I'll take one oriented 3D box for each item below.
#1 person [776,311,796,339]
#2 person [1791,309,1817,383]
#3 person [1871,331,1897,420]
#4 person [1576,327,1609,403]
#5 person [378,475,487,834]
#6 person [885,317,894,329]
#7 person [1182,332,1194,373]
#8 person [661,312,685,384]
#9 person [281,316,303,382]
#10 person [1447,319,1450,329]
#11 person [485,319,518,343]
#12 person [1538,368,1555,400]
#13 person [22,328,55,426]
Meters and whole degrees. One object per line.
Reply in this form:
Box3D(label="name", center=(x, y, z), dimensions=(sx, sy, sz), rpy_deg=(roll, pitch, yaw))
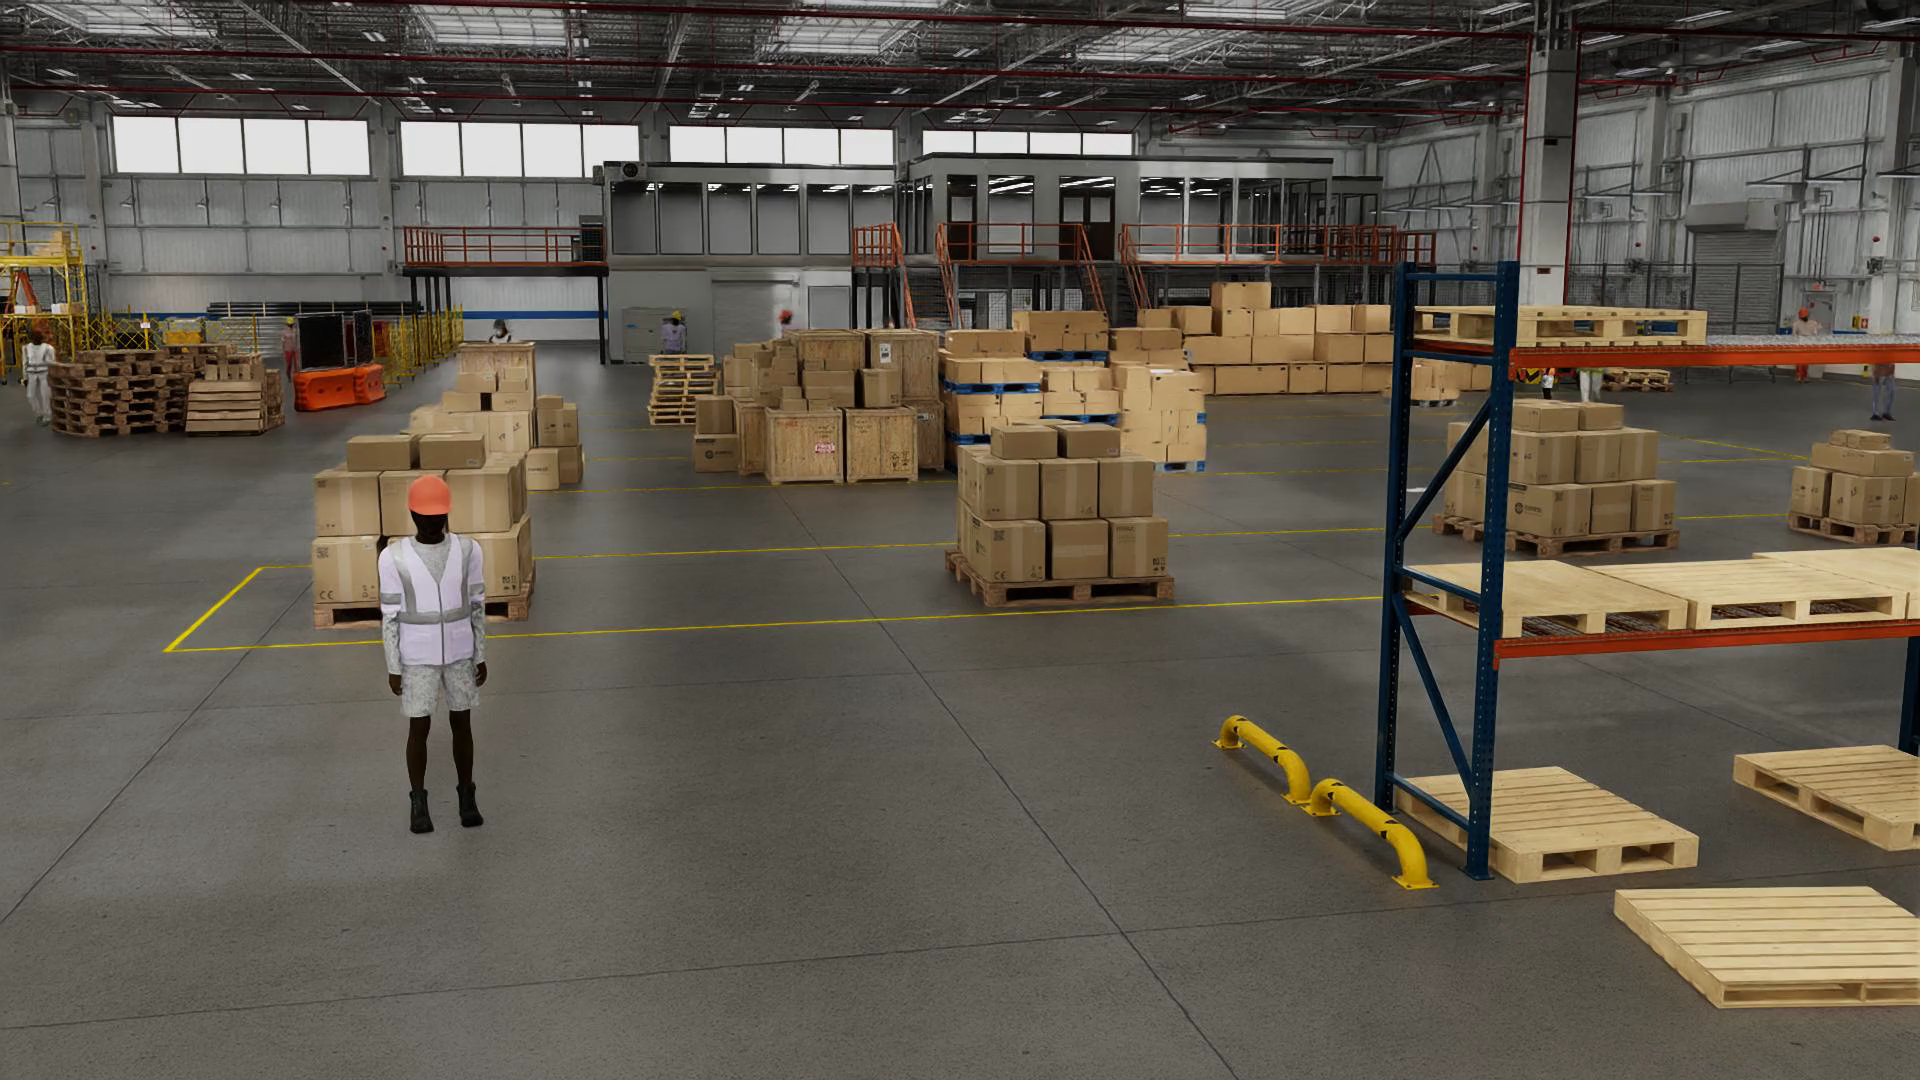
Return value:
Box3D(label="person", center=(-3.995, -4.354, 38.899), dimensions=(0.396, 1.989, 0.766), rpy_deg=(5, 11, 29))
Box3D(label="person", center=(21.863, -5.018, 43.098), dimensions=(0.583, 1.917, 0.956), rpy_deg=(2, 10, 13))
Box3D(label="person", center=(18.142, -3.203, 32.555), dimensions=(0.555, 1.745, 0.551), rpy_deg=(-3, 10, -16))
Box3D(label="person", center=(12.873, -3.434, 33.853), dimensions=(0.634, 1.814, 0.835), rpy_deg=(4, 10, 25))
Box3D(label="person", center=(-2.778, 0.608, 8.835), dimensions=(0.539, 1.929, 0.397), rpy_deg=(-5, 11, -29))
Box3D(label="person", center=(-1.623, -4.041, 37.247), dimensions=(0.638, 1.899, 1.010), rpy_deg=(-7, 12, -36))
Box3D(label="person", center=(4.031, -2.924, 30.597), dimensions=(0.532, 1.852, 0.781), rpy_deg=(0, 9, -2))
Box3D(label="person", center=(-7.277, -4.859, 42.294), dimensions=(0.594, 1.876, 0.612), rpy_deg=(-5, 10, -26))
Box3D(label="person", center=(-17.234, -4.895, 42.915), dimensions=(0.527, 1.751, 0.515), rpy_deg=(-5, 11, -29))
Box3D(label="person", center=(13.574, -5.461, 45.739), dimensions=(0.389, 1.949, 0.604), rpy_deg=(-4, 10, -24))
Box3D(label="person", center=(-9.024, -3.370, 32.716), dimensions=(0.720, 2.000, 1.014), rpy_deg=(0, 9, 2))
Box3D(label="person", center=(11.825, -3.336, 33.561), dimensions=(0.317, 1.696, 0.538), rpy_deg=(2, 10, 12))
Box3D(label="person", center=(-17.381, -3.071, 31.409), dimensions=(0.602, 1.868, 0.452), rpy_deg=(-1, 9, -8))
